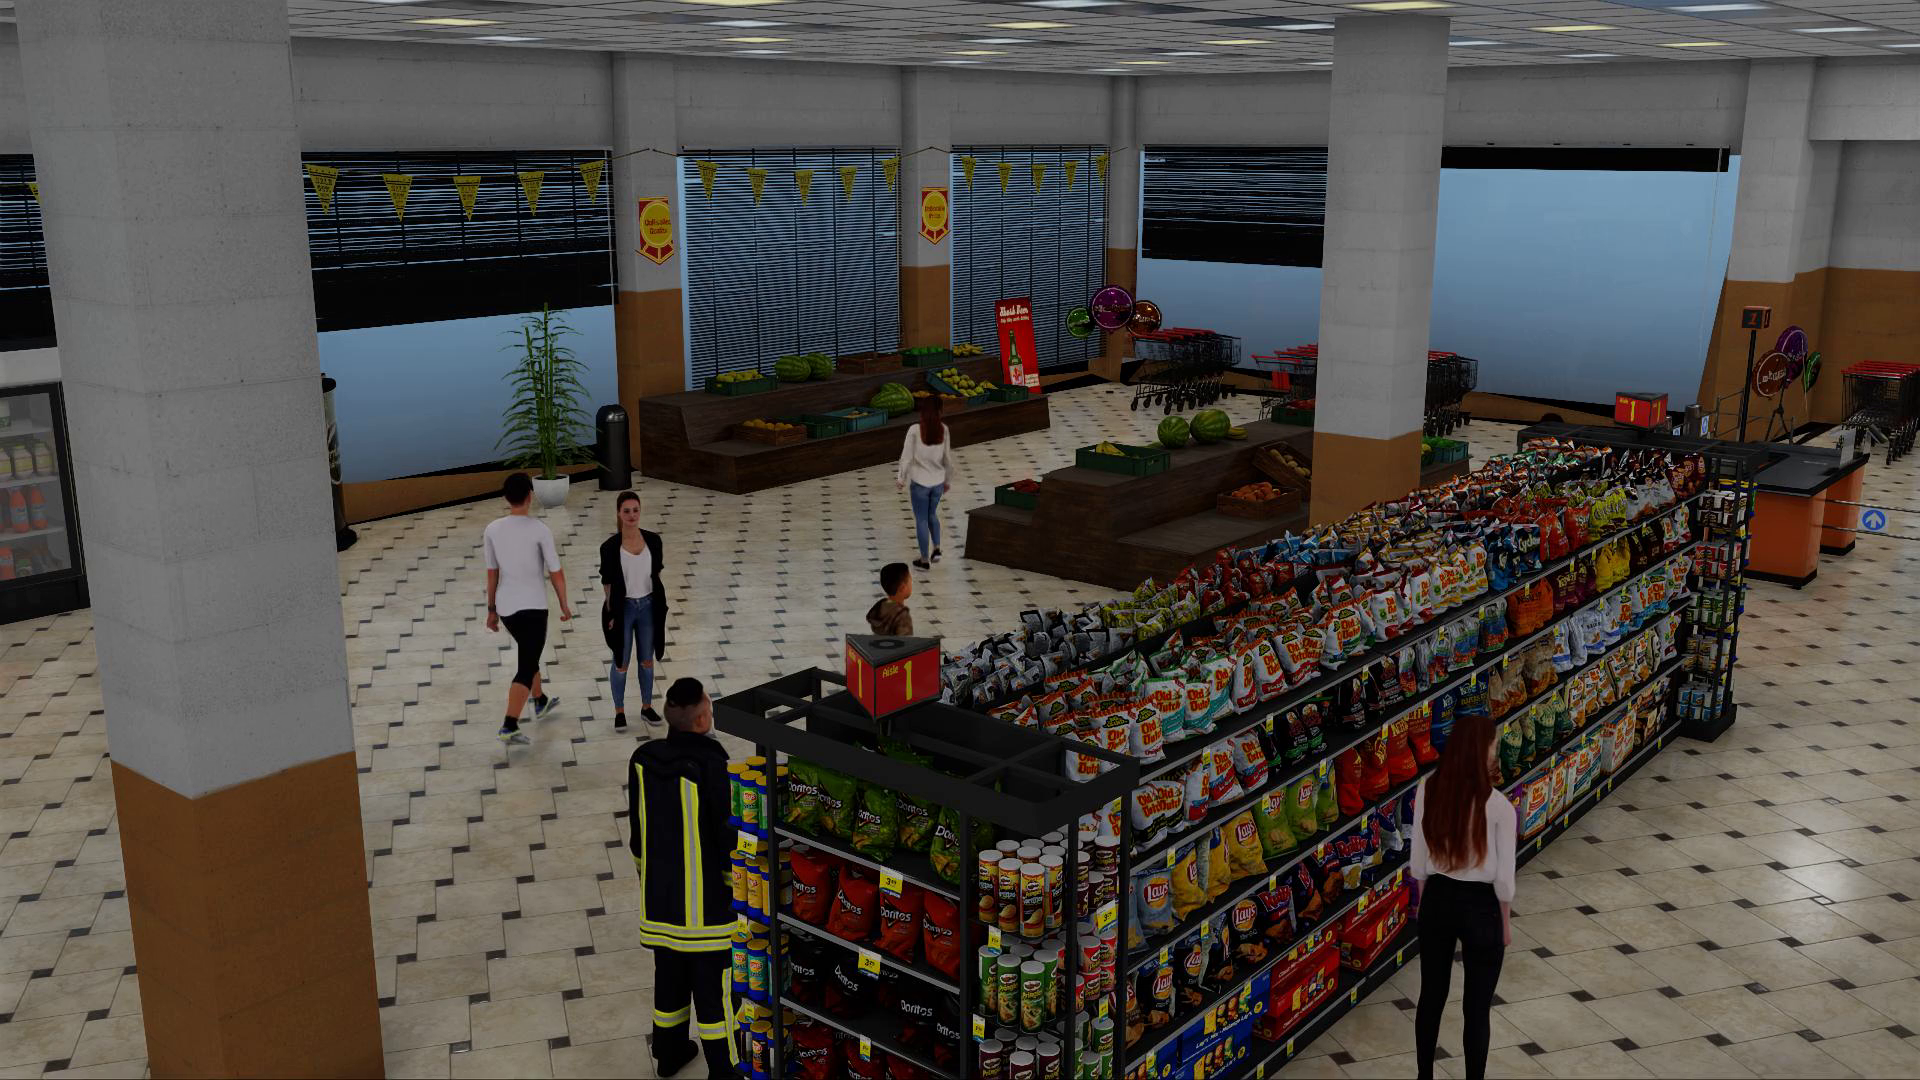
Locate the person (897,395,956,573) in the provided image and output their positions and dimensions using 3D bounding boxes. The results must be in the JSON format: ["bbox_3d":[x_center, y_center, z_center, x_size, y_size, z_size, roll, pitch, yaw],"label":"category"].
[{"bbox_3d":[-0.271,-0.514,15.686,0.653,1.675,0.798,-8,16,-30],"label":"person"}]

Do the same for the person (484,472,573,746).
[{"bbox_3d":[-2.979,0.501,11.220,1.048,1.808,1.336,3,14,13],"label":"person"}]

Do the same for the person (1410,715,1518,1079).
[{"bbox_3d":[2.076,1.573,6.901,0.585,1.762,0.486,11,18,39],"label":"person"}]

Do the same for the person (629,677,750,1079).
[{"bbox_3d":[-1.154,1.458,7.160,0.804,1.862,0.748,8,16,29],"label":"person"}]

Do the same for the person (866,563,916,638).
[{"bbox_3d":[-0.454,0.873,10.456,0.753,1.445,0.688,-8,16,-29],"label":"person"}]

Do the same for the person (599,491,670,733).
[{"bbox_3d":[-2.271,0.483,11.561,0.642,1.683,0.771,-7,15,-26],"label":"person"}]
